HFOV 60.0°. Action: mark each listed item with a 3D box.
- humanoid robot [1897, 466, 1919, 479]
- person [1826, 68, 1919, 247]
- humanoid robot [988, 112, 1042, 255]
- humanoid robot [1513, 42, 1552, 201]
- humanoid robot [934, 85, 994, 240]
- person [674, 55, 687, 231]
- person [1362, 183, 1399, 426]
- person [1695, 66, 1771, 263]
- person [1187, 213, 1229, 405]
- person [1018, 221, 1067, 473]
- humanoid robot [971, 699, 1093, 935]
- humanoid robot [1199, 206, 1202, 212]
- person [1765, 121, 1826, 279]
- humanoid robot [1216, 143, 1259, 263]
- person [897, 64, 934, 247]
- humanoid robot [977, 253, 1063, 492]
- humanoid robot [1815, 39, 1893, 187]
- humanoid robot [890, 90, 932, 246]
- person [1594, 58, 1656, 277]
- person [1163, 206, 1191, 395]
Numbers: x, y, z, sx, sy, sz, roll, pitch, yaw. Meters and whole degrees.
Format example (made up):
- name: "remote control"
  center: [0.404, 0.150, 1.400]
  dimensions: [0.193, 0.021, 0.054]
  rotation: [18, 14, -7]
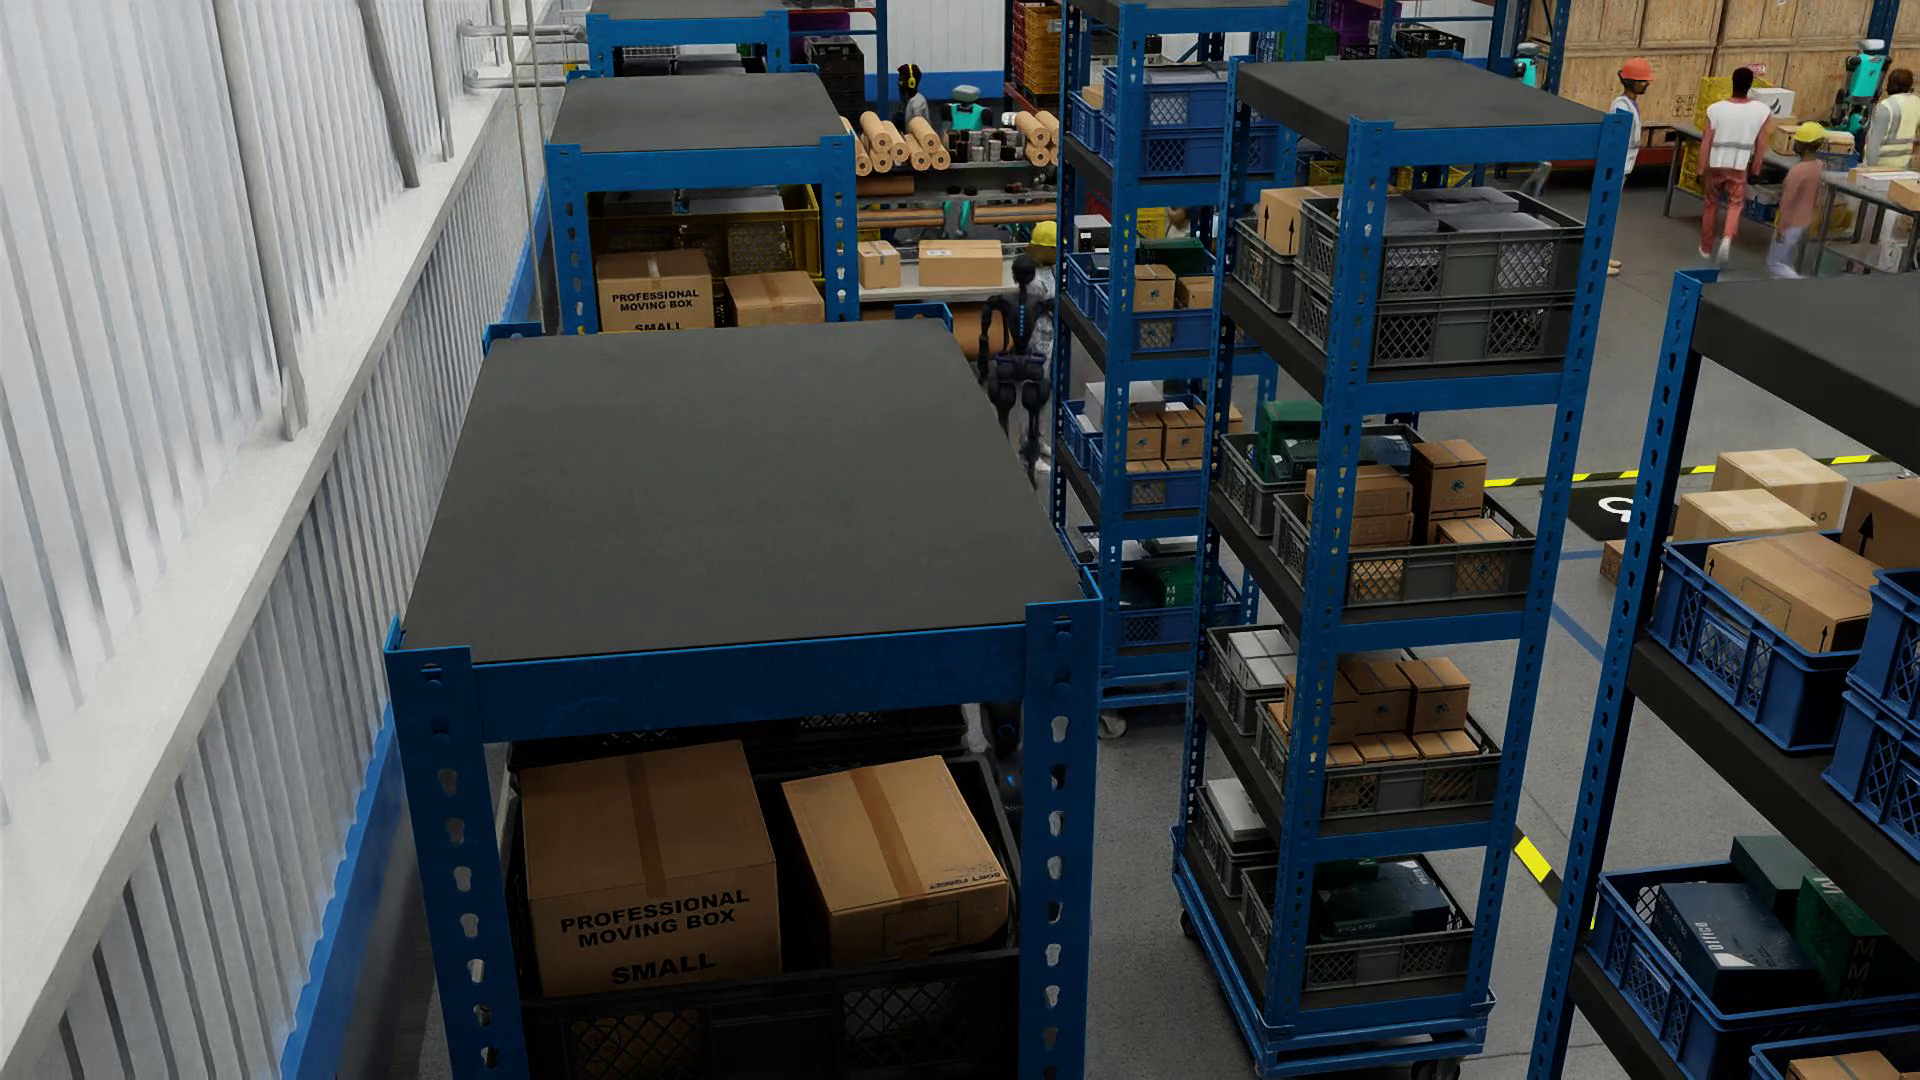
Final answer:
- name: "humanoid robot"
  center: [6.431, -1.143, 10.866]
  dimensions: [0.735, 1.677, 0.533]
  rotation: [-11, 27, -22]
- name: "person"
  center: [9.226, -3.818, 16.739]
  dimensions: [0.655, 1.817, 0.743]
  rotation: [-10, 26, -20]
- name: "humanoid robot"
  center: [0.560, -3.063, 15.039]
  dimensions: [0.533, 1.677, 0.735]
  rotation: [10, 27, 21]
- name: "humanoid robot"
  center: [6.524, -4.635, 18.660]
  dimensions: [0.797, 1.801, 0.530]
  rotation: [14, 28, 27]
- name: "humanoid robot"
  center: [-0.032, -3.377, 15.965]
  dimensions: [0.544, 1.871, 0.663]
  rotation: [11, 27, 22]
- name: "person"
  center: [-2.871, -4.116, 17.350]
  dimensions: [0.493, 1.861, 0.321]
  rotation: [9, 26, 18]
- name: "person"
  center: [2.908, -1.665, 12.039]
  dimensions: [0.391, 1.837, 0.562]
  rotation: [2, 25, 4]
- name: "person"
  center: [7.528, -3.655, 16.285]
  dimensions: [0.598, 1.897, 0.747]
  rotation: [9, 26, 18]
- name: "person"
  center: [1.643, -1.279, 11.184]
  dimensions: [0.361, 1.852, 0.592]
  rotation: [-5, 25, -10]
- name: "person"
  center: [0.584, -1.335, 11.433]
  dimensions: [0.307, 1.742, 0.493]
  rotation: [7, 26, 15]
- name: "humanoid robot"
  center: [0.160, 1.215, 6.008]
  dimensions: [0.599, 1.639, 0.693]
  rotation: [-5, 25, -10]
- name: "humanoid robot"
  center: [2.785, -4.216, 17.811]
  dimensions: [0.601, 1.636, 0.707]
  rotation: [1, 25, 3]
- name: "person"
  center: [7.327, -2.759, 14.527]
  dimensions: [0.527, 1.748, 0.629]
  rotation: [-19, 31, -35]
- name: "humanoid robot"
  center: [2.499, -2.665, 14.436]
  dimensions: [0.609, 1.627, 0.707]
  rotation: [12, 27, 24]
- name: "person"
  center: [-0.444, -3.843, 16.765]
  dimensions: [0.347, 1.861, 0.537]
  rotation: [-2, 25, -5]
- name: "humanoid robot"
  center: [0.379, -1.074, 10.936]
  dimensions: [0.601, 1.652, 0.318]
  rotation: [1, 25, 3]
- name: "humanoid robot"
  center: [10.131, -4.914, 19.094]
  dimensions: [0.535, 1.693, 0.723]
  rotation: [-5, 25, -11]
- name: "humanoid robot"
  center: [-0.533, -3.814, 16.926]
  dimensions: [0.399, 1.635, 0.590]
  rotation: [20, 31, 37]
- name: "person"
  center: [6.323, -3.572, 15.941]
  dimensions: [0.376, 2.045, 0.605]
  rotation: [11, 27, 23]
- name: "person"
  center: [1.679, -1.720, 12.176]
  dimensions: [0.685, 1.828, 0.544]
  rotation: [-9, 26, -19]
